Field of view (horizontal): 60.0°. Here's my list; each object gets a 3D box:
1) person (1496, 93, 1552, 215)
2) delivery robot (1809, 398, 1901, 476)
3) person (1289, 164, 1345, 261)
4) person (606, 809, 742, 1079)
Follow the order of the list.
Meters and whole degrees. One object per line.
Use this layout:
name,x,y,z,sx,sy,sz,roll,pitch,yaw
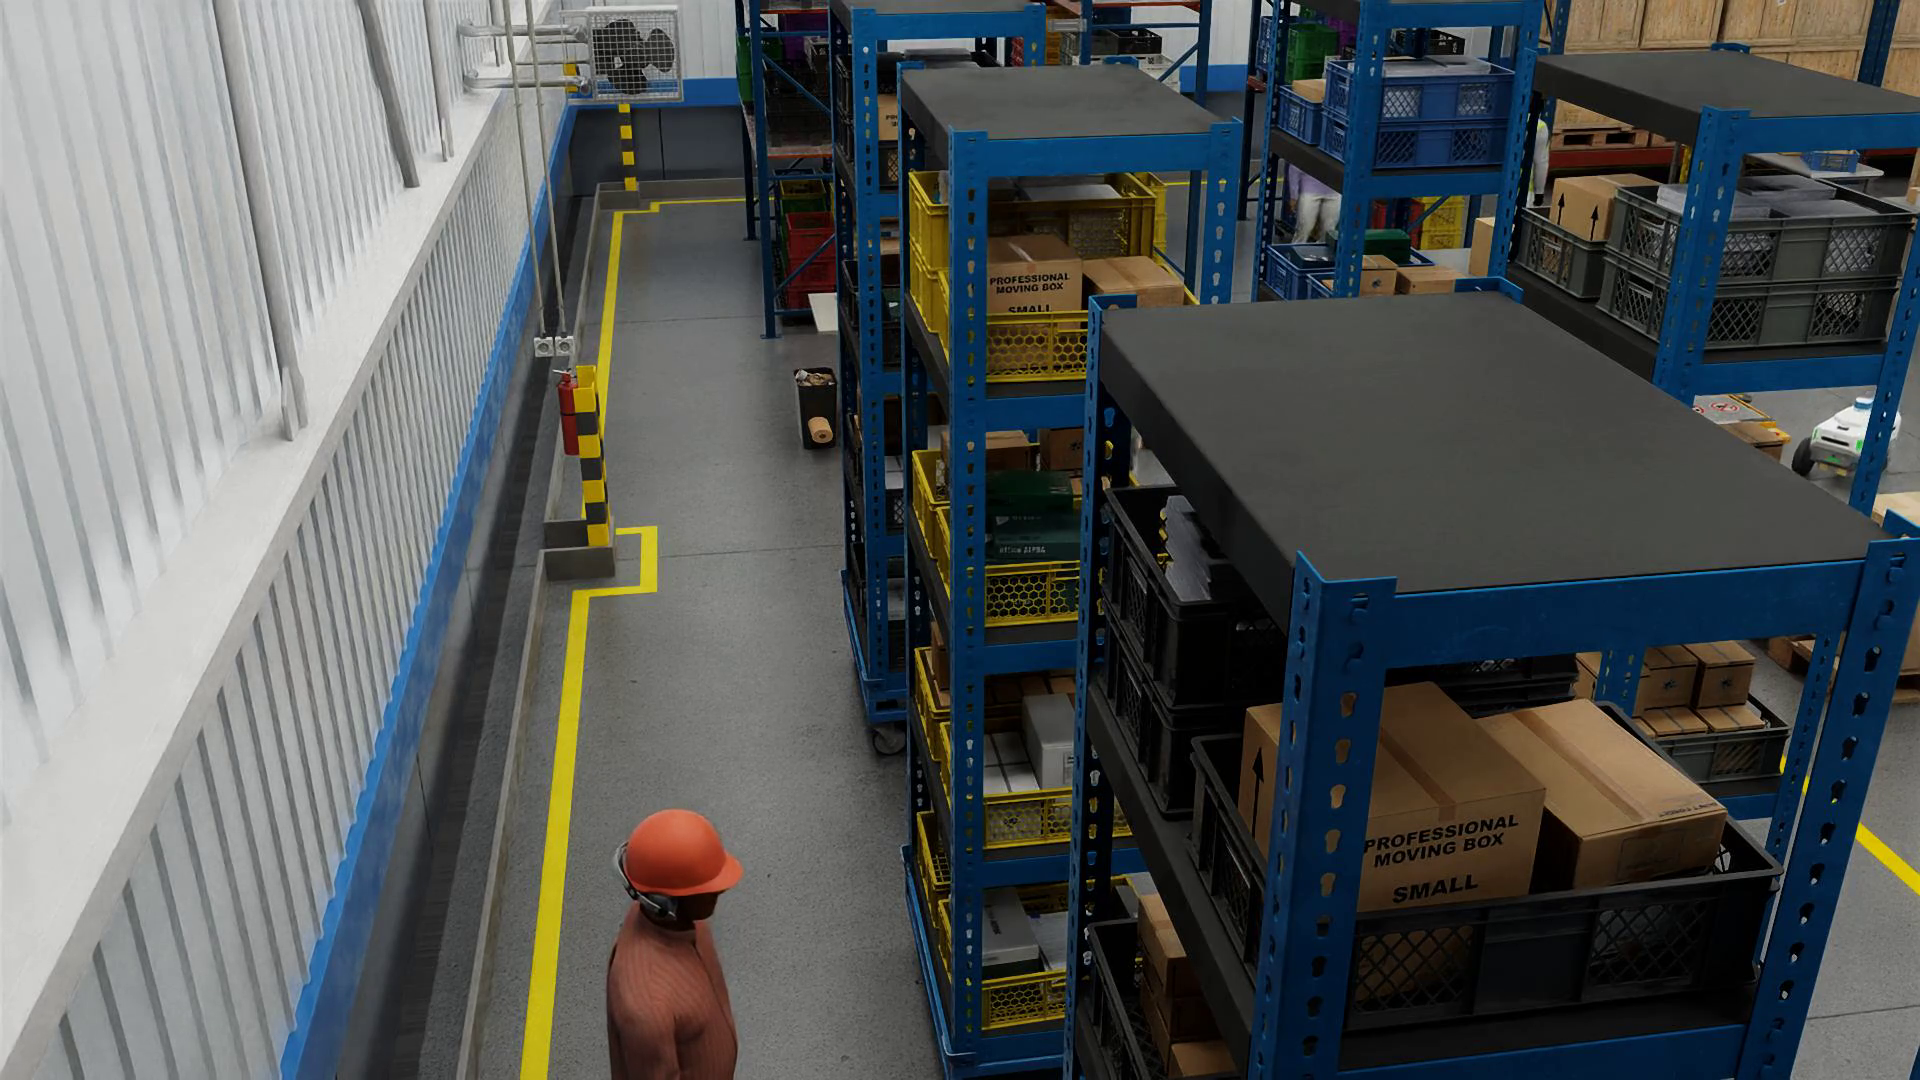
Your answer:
person,5.285,-3.339,15.658,0.429,1.844,0.626,-11,27,-22
delivery robot,6.151,-0.734,11.416,0.707,0.478,0.477,-20,32,-37
person,3.293,-3.167,15.172,0.630,1.936,0.369,-5,25,-10
person,-0.779,1.615,4.728,0.408,1.987,0.618,-1,25,-1
